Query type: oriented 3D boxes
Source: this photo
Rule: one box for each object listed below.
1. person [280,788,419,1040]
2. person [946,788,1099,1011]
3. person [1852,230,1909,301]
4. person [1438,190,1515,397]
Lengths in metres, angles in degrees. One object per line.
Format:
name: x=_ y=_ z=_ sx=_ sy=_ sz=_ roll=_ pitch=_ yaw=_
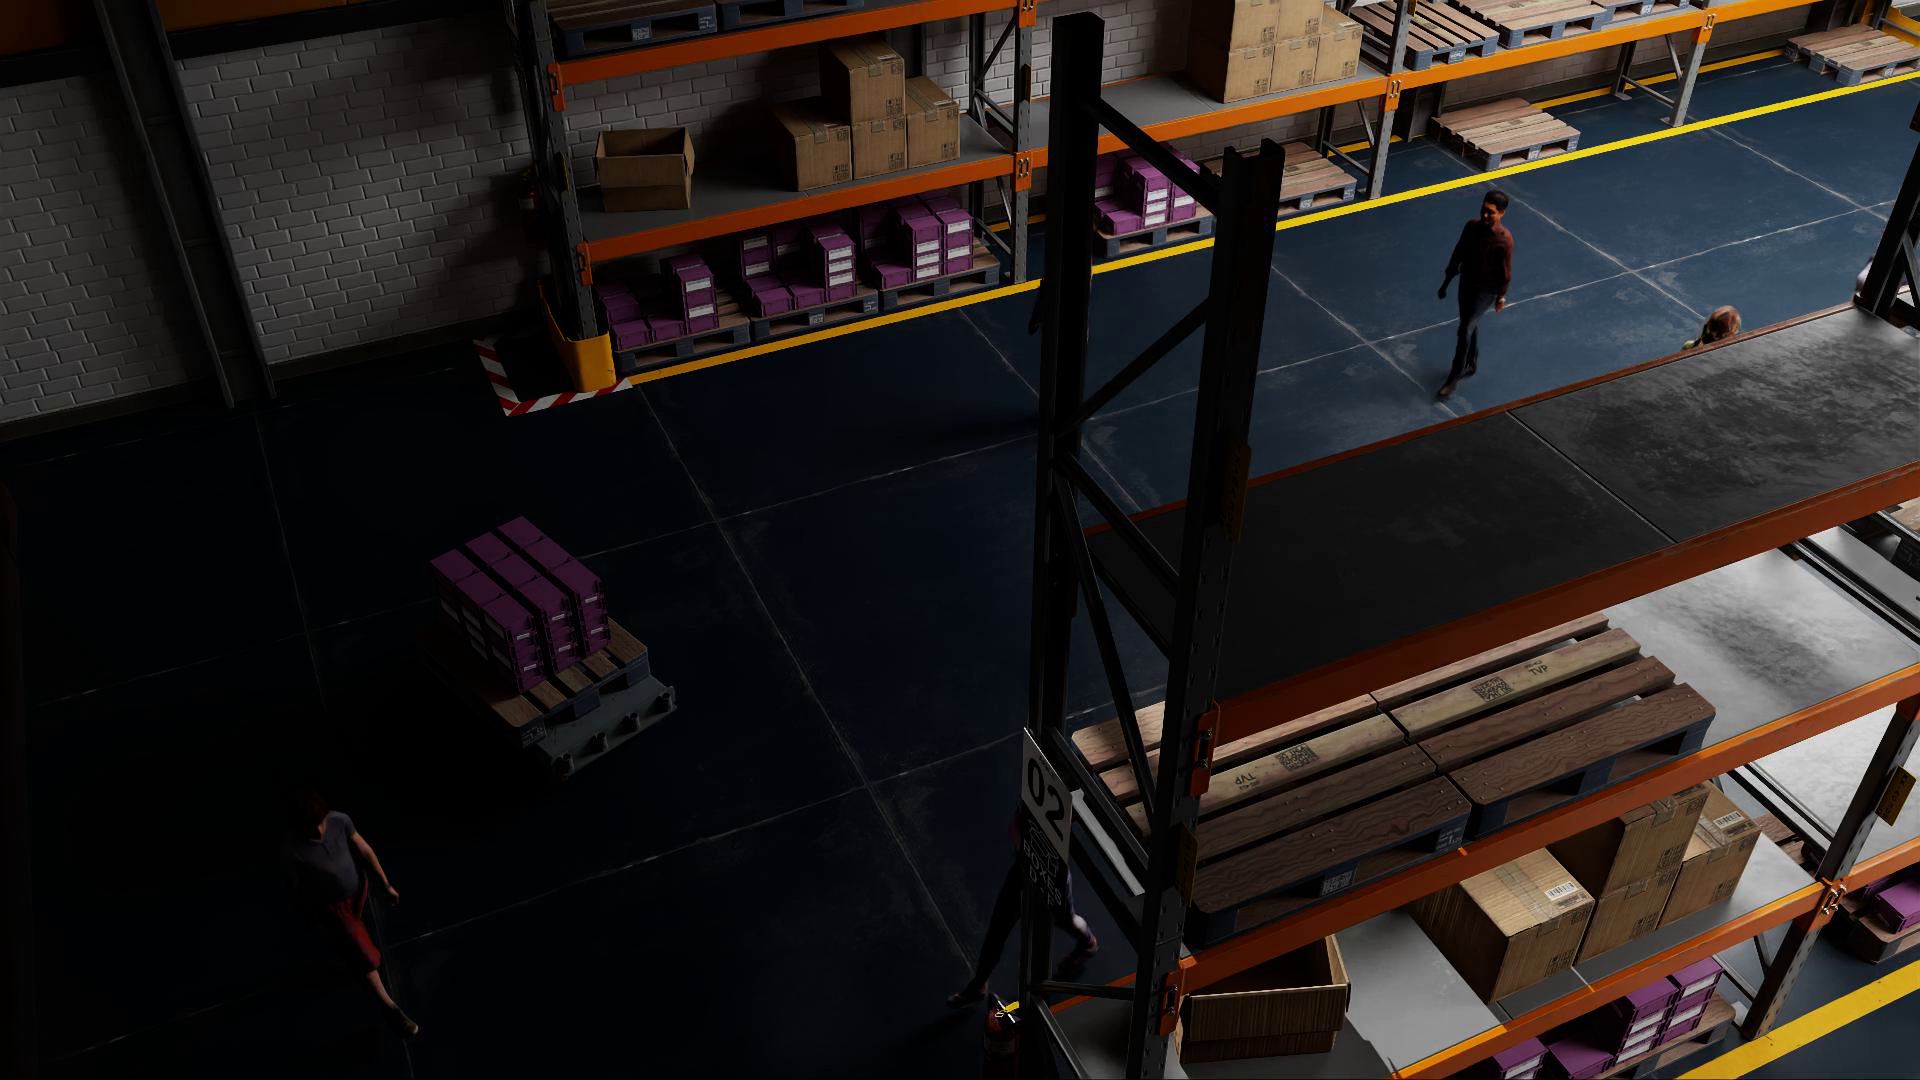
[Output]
person: x=-3.337 y=1.852 z=8.841 sx=0.996 sy=1.607 sz=1.142 roll=27 pitch=46 yaw=30
person: x=0.504 y=1.796 z=8.824 sx=1.216 sy=1.716 sz=0.738 roll=-25 pitch=45 yaw=-28
person: x=7.204 y=-1.712 z=13.209 sx=0.650 sy=1.725 sz=0.664 roll=-4 pitch=39 yaw=-5
person: x=4.293 y=-2.079 z=13.642 sx=0.878 sy=1.757 sz=0.723 roll=-22 pitch=43 yaw=-25
